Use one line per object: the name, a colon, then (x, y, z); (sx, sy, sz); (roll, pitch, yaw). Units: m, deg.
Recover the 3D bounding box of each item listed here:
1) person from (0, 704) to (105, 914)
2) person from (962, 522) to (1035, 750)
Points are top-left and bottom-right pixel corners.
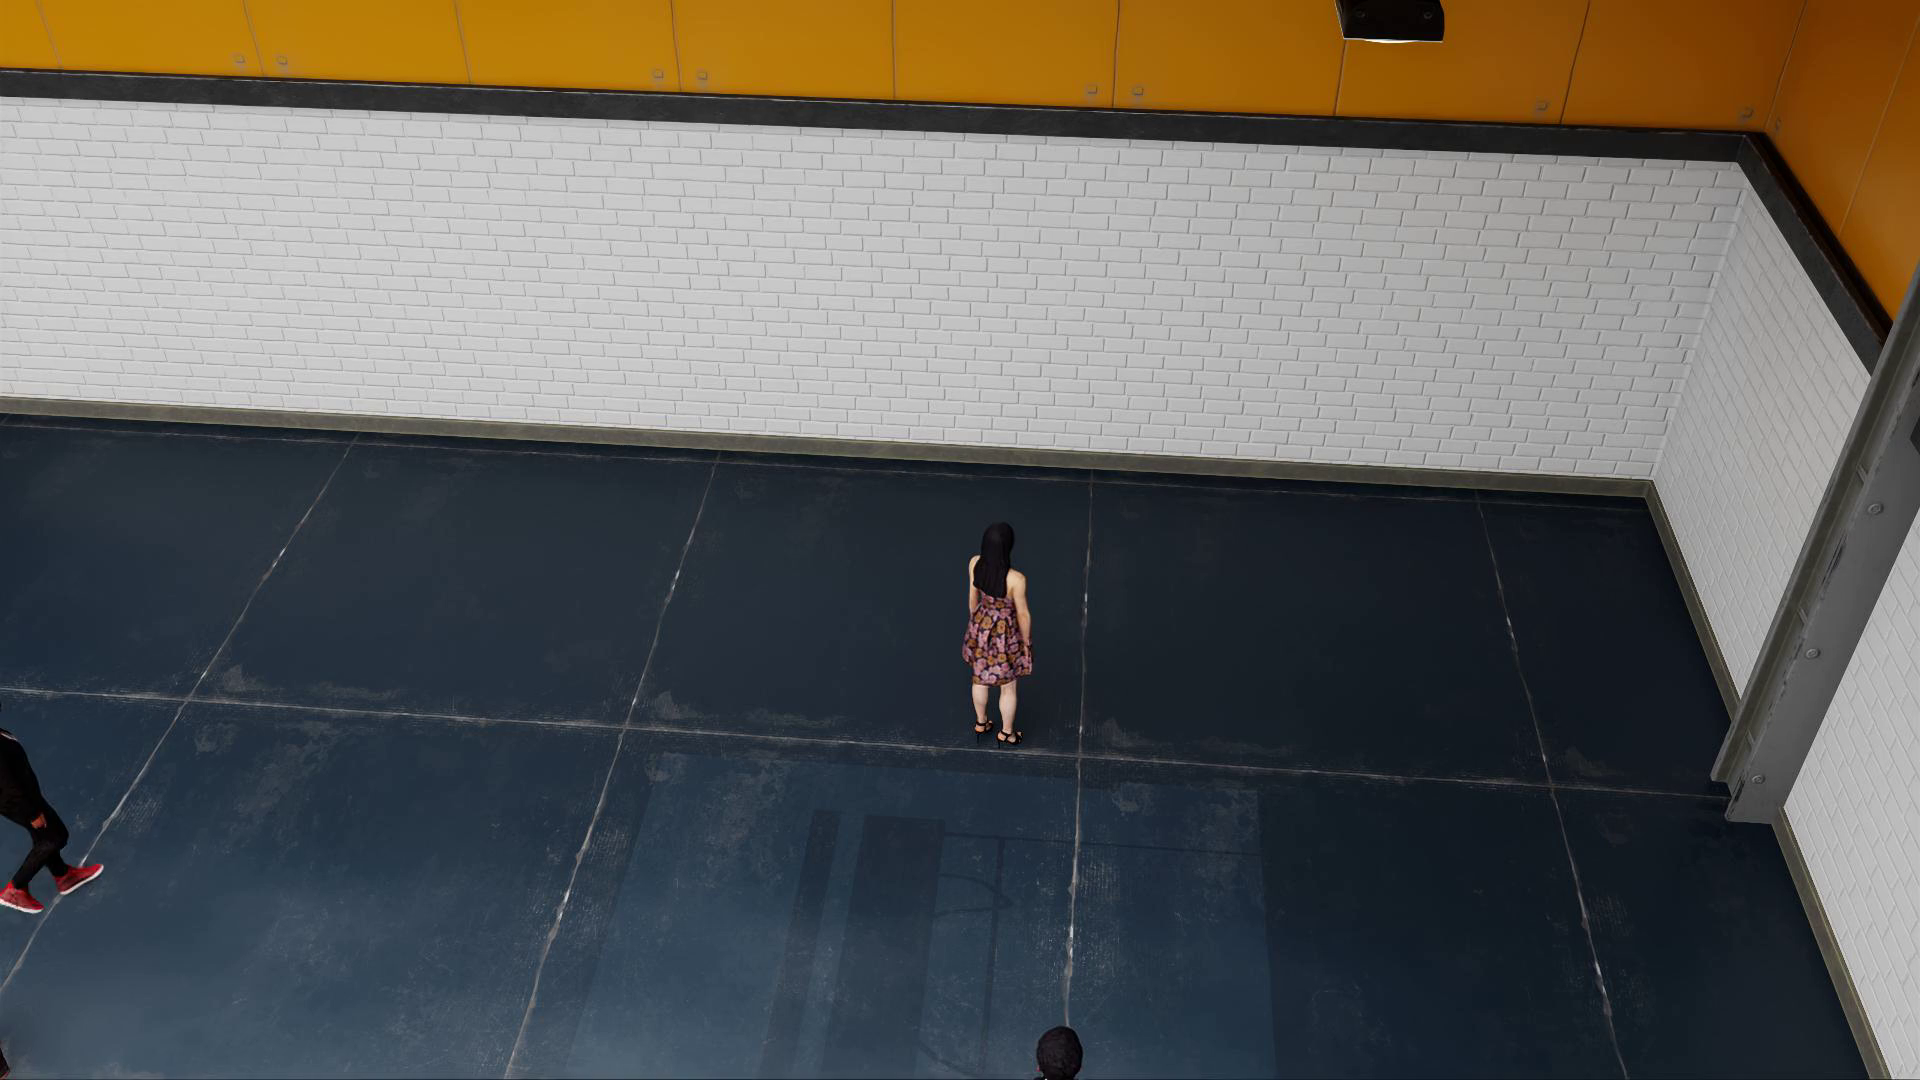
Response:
person: (-5.362, 1.492, 9.338); (0.926, 1.661, 0.855); (-31, 48, -33)
person: (0.242, 0.599, 10.366); (0.784, 1.774, 0.817); (21, 43, 25)
